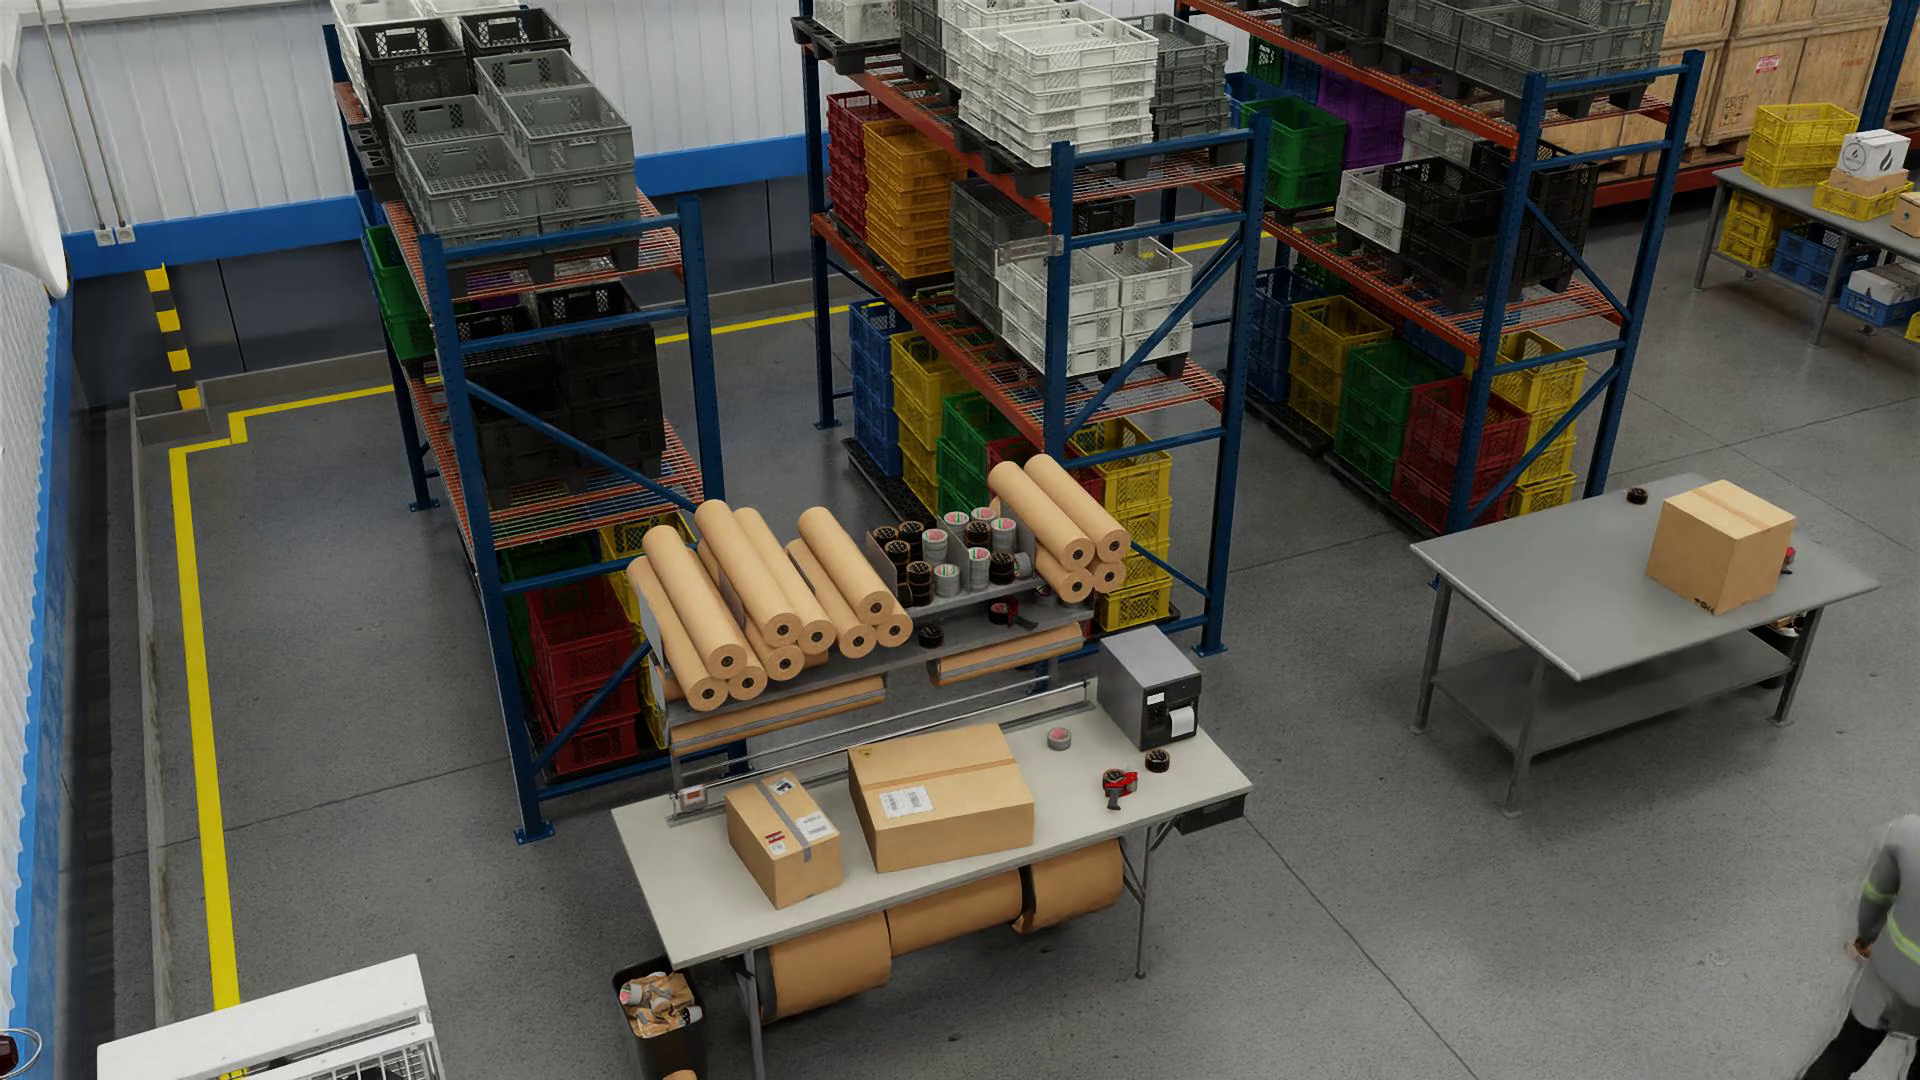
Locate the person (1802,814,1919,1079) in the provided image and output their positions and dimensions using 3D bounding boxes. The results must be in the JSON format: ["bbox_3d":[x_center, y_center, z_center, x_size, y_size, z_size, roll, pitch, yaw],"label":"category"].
[{"bbox_3d":[3.438,1.561,5.967,0.943,1.808,0.602,-16,35,-24],"label":"person"}]
